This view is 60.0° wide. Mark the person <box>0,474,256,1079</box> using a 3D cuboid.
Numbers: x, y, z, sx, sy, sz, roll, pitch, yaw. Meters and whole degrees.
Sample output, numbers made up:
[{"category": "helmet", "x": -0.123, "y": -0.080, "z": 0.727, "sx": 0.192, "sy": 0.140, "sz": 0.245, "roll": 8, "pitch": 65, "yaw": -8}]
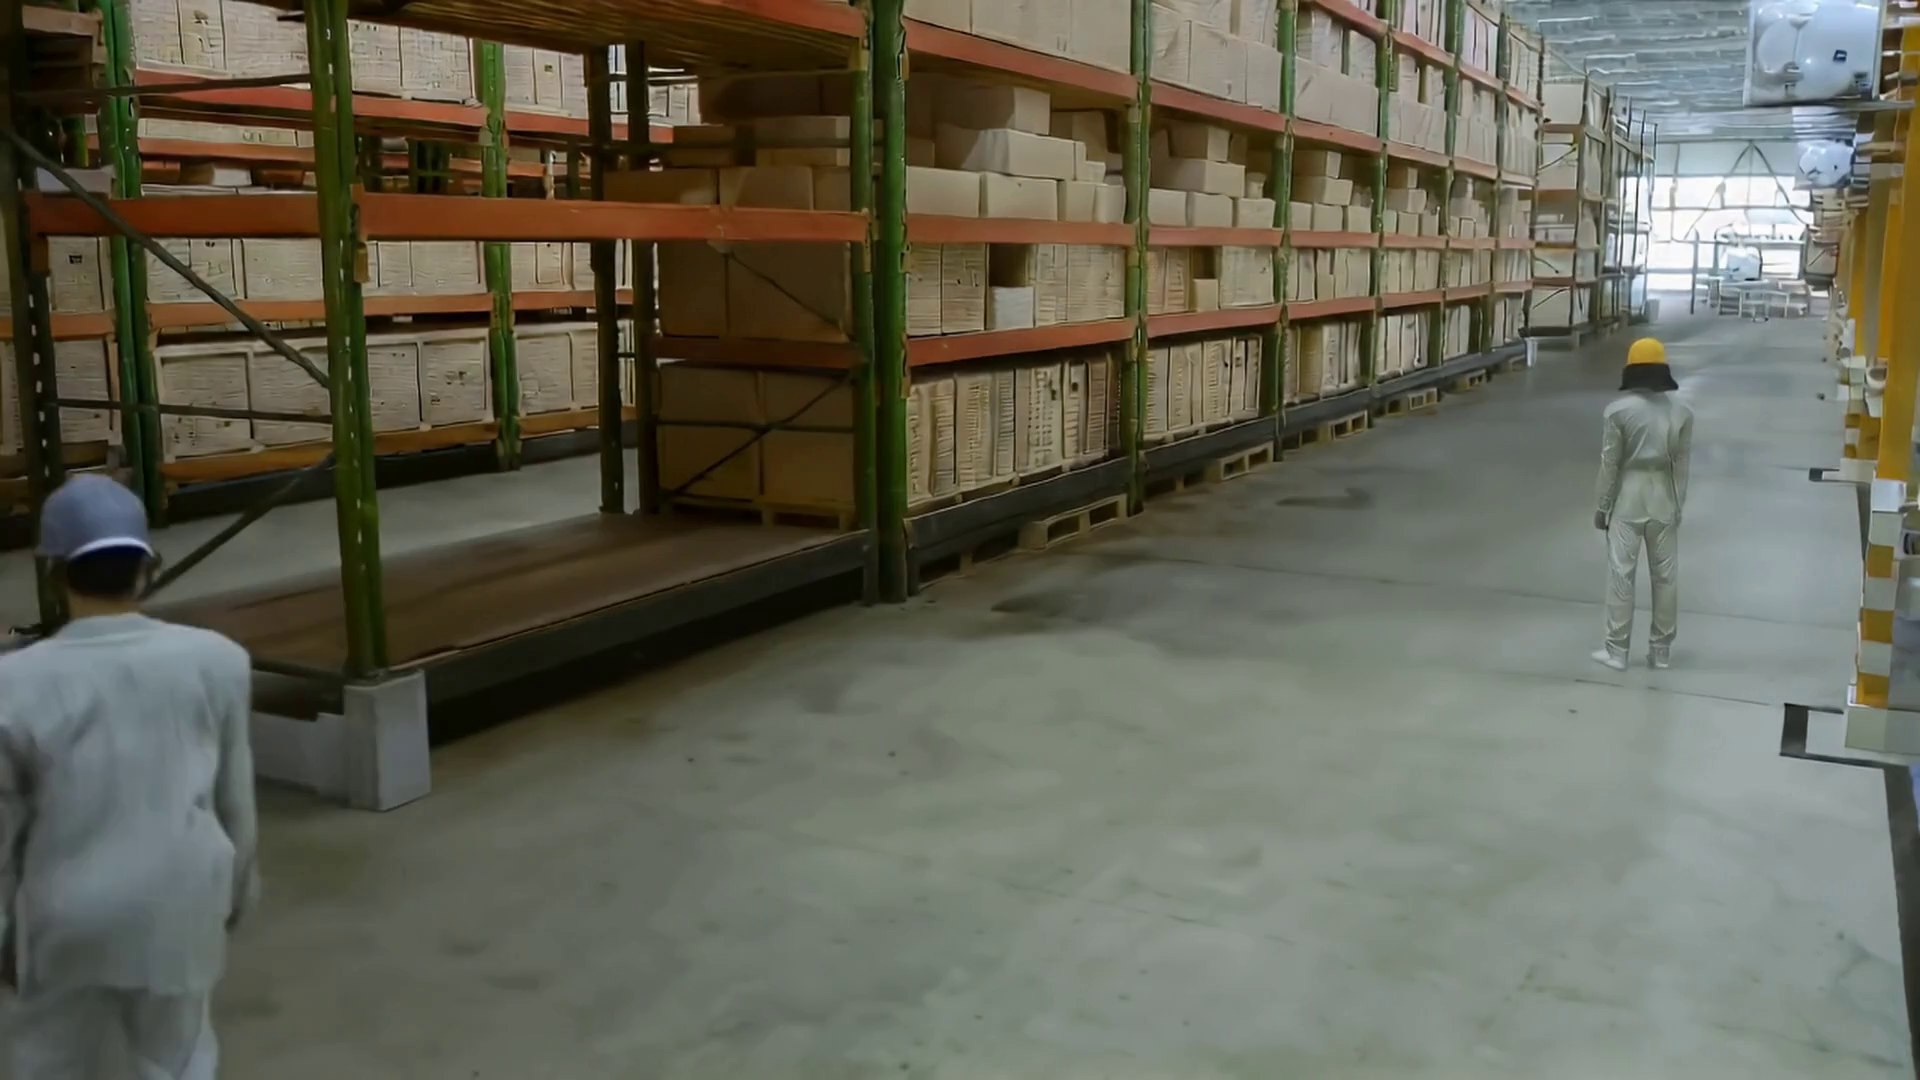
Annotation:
[{"category": "person", "x": -1.716, "y": 0.731, "z": 3.411, "sx": 0.448, "sy": 1.730, "sz": 0.584, "roll": 9, "pitch": 13, "yaw": 42}]

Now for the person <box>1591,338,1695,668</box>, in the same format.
[{"category": "person", "x": 3.575, "y": -0.189, "z": 8.754, "sx": 0.484, "sy": 1.735, "sz": 0.311, "roll": -1, "pitch": 10, "yaw": -4}]
